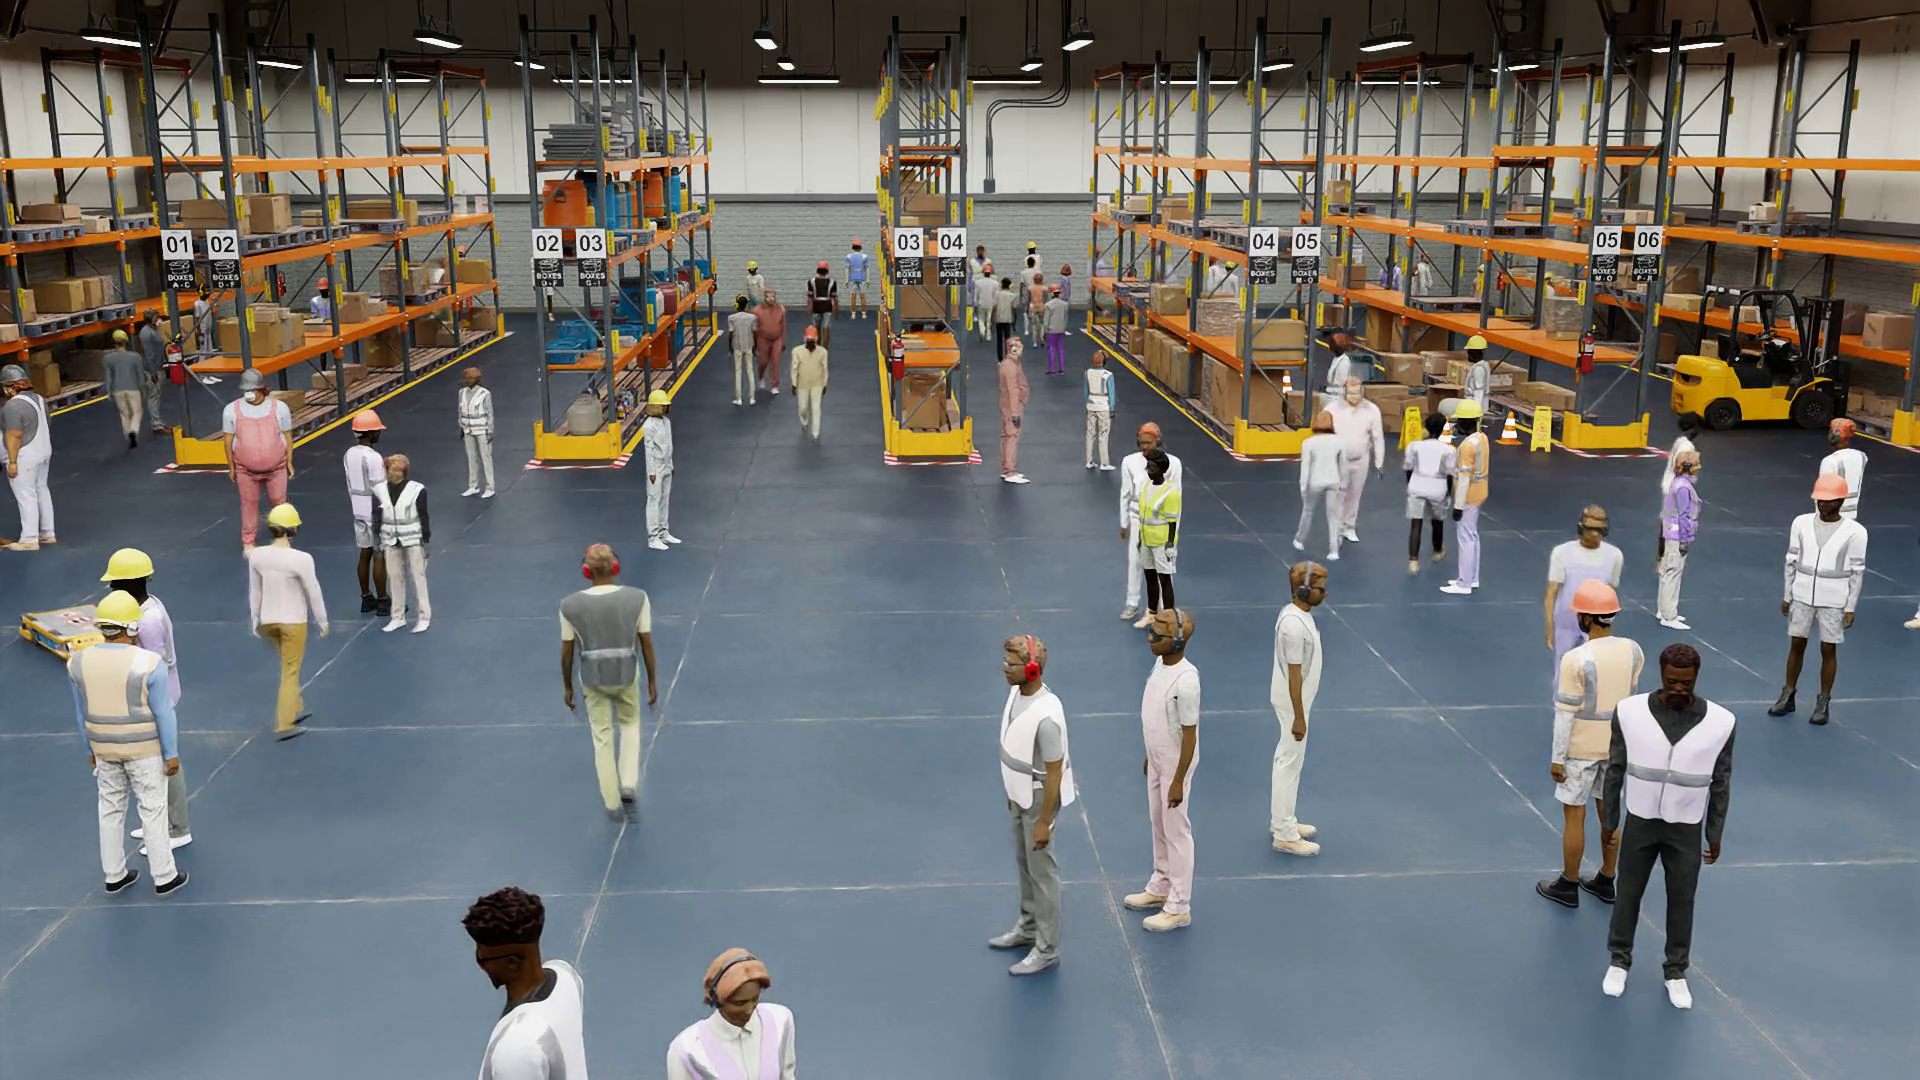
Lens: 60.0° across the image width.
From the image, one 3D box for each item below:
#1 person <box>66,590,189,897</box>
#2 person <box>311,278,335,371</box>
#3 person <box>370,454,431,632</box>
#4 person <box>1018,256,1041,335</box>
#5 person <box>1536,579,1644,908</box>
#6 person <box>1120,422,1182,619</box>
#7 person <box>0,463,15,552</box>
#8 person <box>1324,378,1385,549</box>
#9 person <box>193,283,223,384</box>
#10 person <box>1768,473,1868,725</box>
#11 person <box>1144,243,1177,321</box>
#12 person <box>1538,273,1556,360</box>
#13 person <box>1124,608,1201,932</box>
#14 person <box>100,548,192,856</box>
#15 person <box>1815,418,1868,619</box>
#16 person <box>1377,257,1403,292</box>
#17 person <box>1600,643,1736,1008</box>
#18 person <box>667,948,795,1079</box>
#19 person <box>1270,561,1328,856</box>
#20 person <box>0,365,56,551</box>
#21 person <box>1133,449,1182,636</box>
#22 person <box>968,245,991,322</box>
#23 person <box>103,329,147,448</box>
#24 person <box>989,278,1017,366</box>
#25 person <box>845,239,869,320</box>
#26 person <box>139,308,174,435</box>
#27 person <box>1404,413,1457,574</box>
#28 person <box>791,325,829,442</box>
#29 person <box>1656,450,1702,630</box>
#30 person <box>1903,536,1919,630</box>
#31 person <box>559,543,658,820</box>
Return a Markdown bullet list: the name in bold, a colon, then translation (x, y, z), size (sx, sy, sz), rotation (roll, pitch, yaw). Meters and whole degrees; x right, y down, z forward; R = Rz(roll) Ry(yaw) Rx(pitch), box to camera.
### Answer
- **person**: translation (-4.833, 1.191, 9.699), size (0.587, 1.823, 0.404), rotation (1, 13, 5)
- **person**: translation (-11.823, -3.920, 31.100), size (0.553, 1.934, 0.363), rotation (-4, 14, -16)
- **person**: translation (-5.034, 0.032, 15.015), size (0.545, 1.633, 0.314), rotation (1, 13, 6)
- **person**: translation (1.634, -5.671, 38.707), size (0.608, 1.848, 0.493), rotation (0, 13, 0)
- **person**: translation (3.610, 1.170, 9.563), size (0.544, 1.931, 0.389), rotation (-5, 14, -19)
- **person**: translation (1.757, -0.166, 15.340), size (0.578, 1.875, 0.355), rotation (5, 14, 20)
- **person**: translation (-10.557, -0.854, 17.984), size (0.397, 1.992, 0.621), rotation (-1, 13, -3)
- **person**: translation (4.292, -0.837, 18.184), size (0.674, 1.856, 0.898), rotation (1, 13, 4)
- **person**: translation (-14.007, -3.829, 30.885), size (0.326, 1.861, 0.510), rotation (0, 13, 0)
- **person**: translation (6.518, 0.442, 12.615), size (0.376, 1.939, 0.547), rotation (-12, 18, -42)
- **person**: translation (5.022, -6.398, 41.370), size (0.760, 2.000, 0.682), rotation (8, 15, 29)
- **person**: translation (12.135, -4.620, 34.419), size (0.406, 1.787, 0.719), rotation (-2, 13, -7)
- **person**: translation (1.155, 1.270, 9.308), size (0.345, 1.847, 0.508), rotation (-3, 14, -14)
- **person**: translation (-5.036, 0.990, 10.315), size (0.369, 1.927, 0.587), rotation (-9, 16, -32)
- **person**: translation (8.108, -0.195, 15.433), size (0.572, 1.883, 0.353), rotation (-8, 15, -30)
- **person**: translation (10.077, -5.751, 39.089), size (0.646, 1.836, 0.431), rotation (12, 18, 42)
- **person**: translation (3.589, 1.430, 8.496), size (0.592, 1.910, 0.378), rotation (5, 14, 20)
- **person**: translation (-0.783, 2.193, 5.839), size (0.512, 1.640, 0.309), rotation (-11, 17, -38)
- **person**: translation (2.101, 1.029, 10.331), size (0.346, 1.845, 0.505), rotation (2, 13, 9)
- **person**: translation (-10.234, -0.921, 18.167), size (0.535, 2.000, 0.683), rotation (-1, 13, -2)
- **person**: translation (1.774, 0.017, 14.950), size (0.319, 1.693, 0.533), rotation (-7, 15, -28)
- **person**: translation (0.500, -6.480, 42.012), size (0.594, 1.930, 0.407), rotation (-4, 14, -15)
- **person**: translation (-12.074, -2.160, 24.048), size (0.538, 1.743, 0.602), rotation (-4, 14, -15)
- **person**: translation (0.855, -4.284, 32.979), size (0.564, 1.799, 1.001), rotation (0, 13, 2)
- **person**: translation (-2.616, -6.639, 42.392), size (0.611, 2.040, 0.393), rotation (-1, 13, -3)
- **person**: translation (-12.265, -2.569, 25.368), size (0.372, 1.940, 0.627), rotation (-4, 14, -16)
- **person**: translation (4.845, -0.489, 17.184), size (0.531, 1.645, 0.888), rotation (6, 14, 23)
- **person**: translation (-2.250, -2.365, 24.936), size (0.574, 1.734, 0.559), rotation (-2, 13, -8)
- **person**: translation (6.564, -0.014, 15.185), size (0.308, 1.641, 0.514), rotation (4, 14, 16)
- **person**: translation (8.847, -0.051, 14.900), size (0.341, 1.846, 0.510), rotation (-6, 15, -25)
- **person**: translation (-2.283, 0.921, 10.821), size (0.601, 1.823, 0.466), rotation (-4, 14, -15)
